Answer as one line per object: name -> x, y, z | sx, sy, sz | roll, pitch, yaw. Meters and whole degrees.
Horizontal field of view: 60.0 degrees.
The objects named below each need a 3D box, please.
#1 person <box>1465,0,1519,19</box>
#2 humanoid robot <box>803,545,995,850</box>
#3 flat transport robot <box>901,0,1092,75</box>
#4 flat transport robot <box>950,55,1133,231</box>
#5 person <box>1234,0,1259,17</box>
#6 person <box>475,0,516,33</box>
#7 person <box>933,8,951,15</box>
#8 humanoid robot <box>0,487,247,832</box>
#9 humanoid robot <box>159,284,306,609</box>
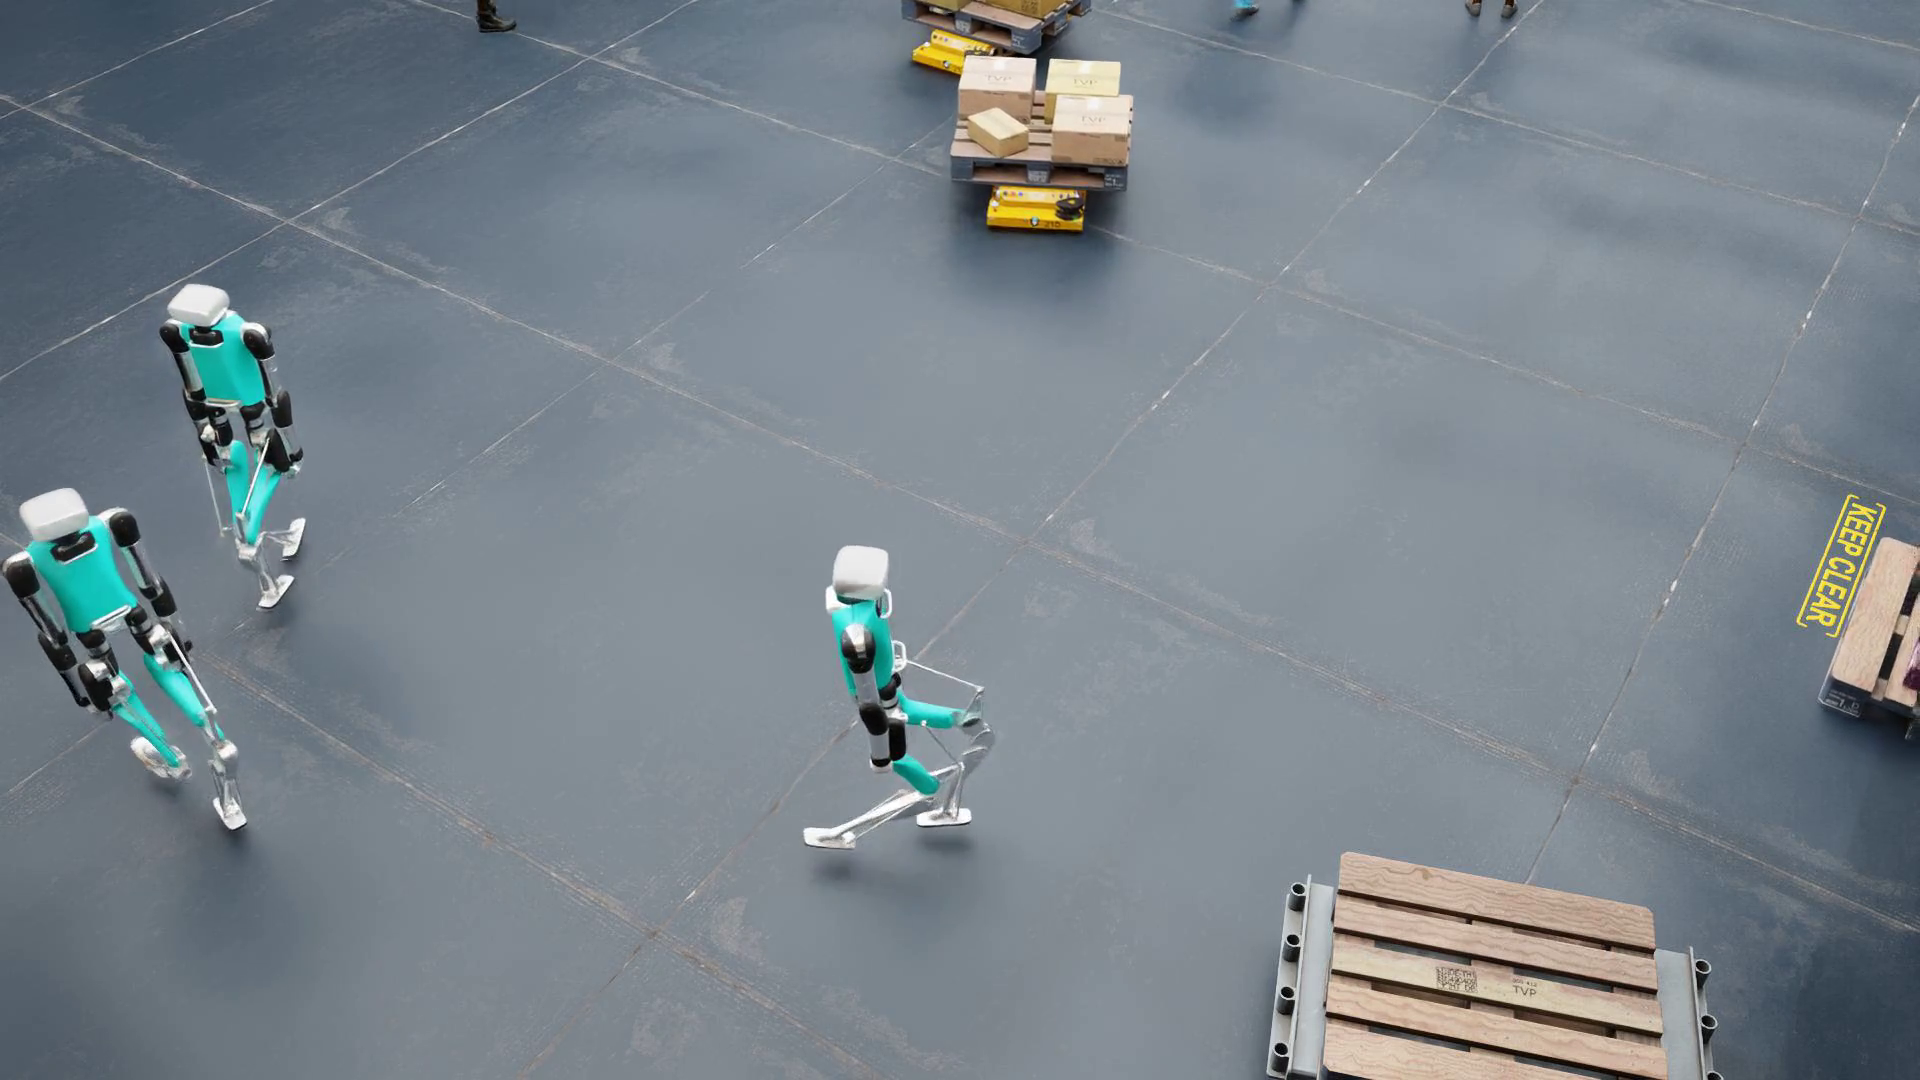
person -> 4.420, -5.132, 13.269 | 0.564, 1.938, 0.430 | 9, 43, 10
humanoid robot -> -0.200, 0.704, 6.877 | 0.982, 1.724, 0.546 | -3, 42, -3
flat transport robot -> 0.286, -4.123, 13.393 | 0.659, 0.231, 1.431 | 24, 47, 24
flat transport robot -> 0.581, -2.638, 11.731 | 0.659, 0.231, 1.431 | 4, 42, 5
person -> 2.639, -5.152, 13.402 | 0.975, 1.790, 0.569 | -34, 52, -32
person -> -3.796, -4.963, 13.108 | 0.417, 1.908, 0.603 | -25, 47, -25
person -> -0.110, -5.010, 13.208 | 0.501, 1.838, 0.522 | 1, 42, 1
humanoid robot -> -3.404, 0.610, 6.994 | 0.981, 1.722, 0.535 | 33, 51, 31
humanoid robot -> -3.516, -0.372, 8.087 | 0.542, 1.736, 0.978 | 6, 42, 7
